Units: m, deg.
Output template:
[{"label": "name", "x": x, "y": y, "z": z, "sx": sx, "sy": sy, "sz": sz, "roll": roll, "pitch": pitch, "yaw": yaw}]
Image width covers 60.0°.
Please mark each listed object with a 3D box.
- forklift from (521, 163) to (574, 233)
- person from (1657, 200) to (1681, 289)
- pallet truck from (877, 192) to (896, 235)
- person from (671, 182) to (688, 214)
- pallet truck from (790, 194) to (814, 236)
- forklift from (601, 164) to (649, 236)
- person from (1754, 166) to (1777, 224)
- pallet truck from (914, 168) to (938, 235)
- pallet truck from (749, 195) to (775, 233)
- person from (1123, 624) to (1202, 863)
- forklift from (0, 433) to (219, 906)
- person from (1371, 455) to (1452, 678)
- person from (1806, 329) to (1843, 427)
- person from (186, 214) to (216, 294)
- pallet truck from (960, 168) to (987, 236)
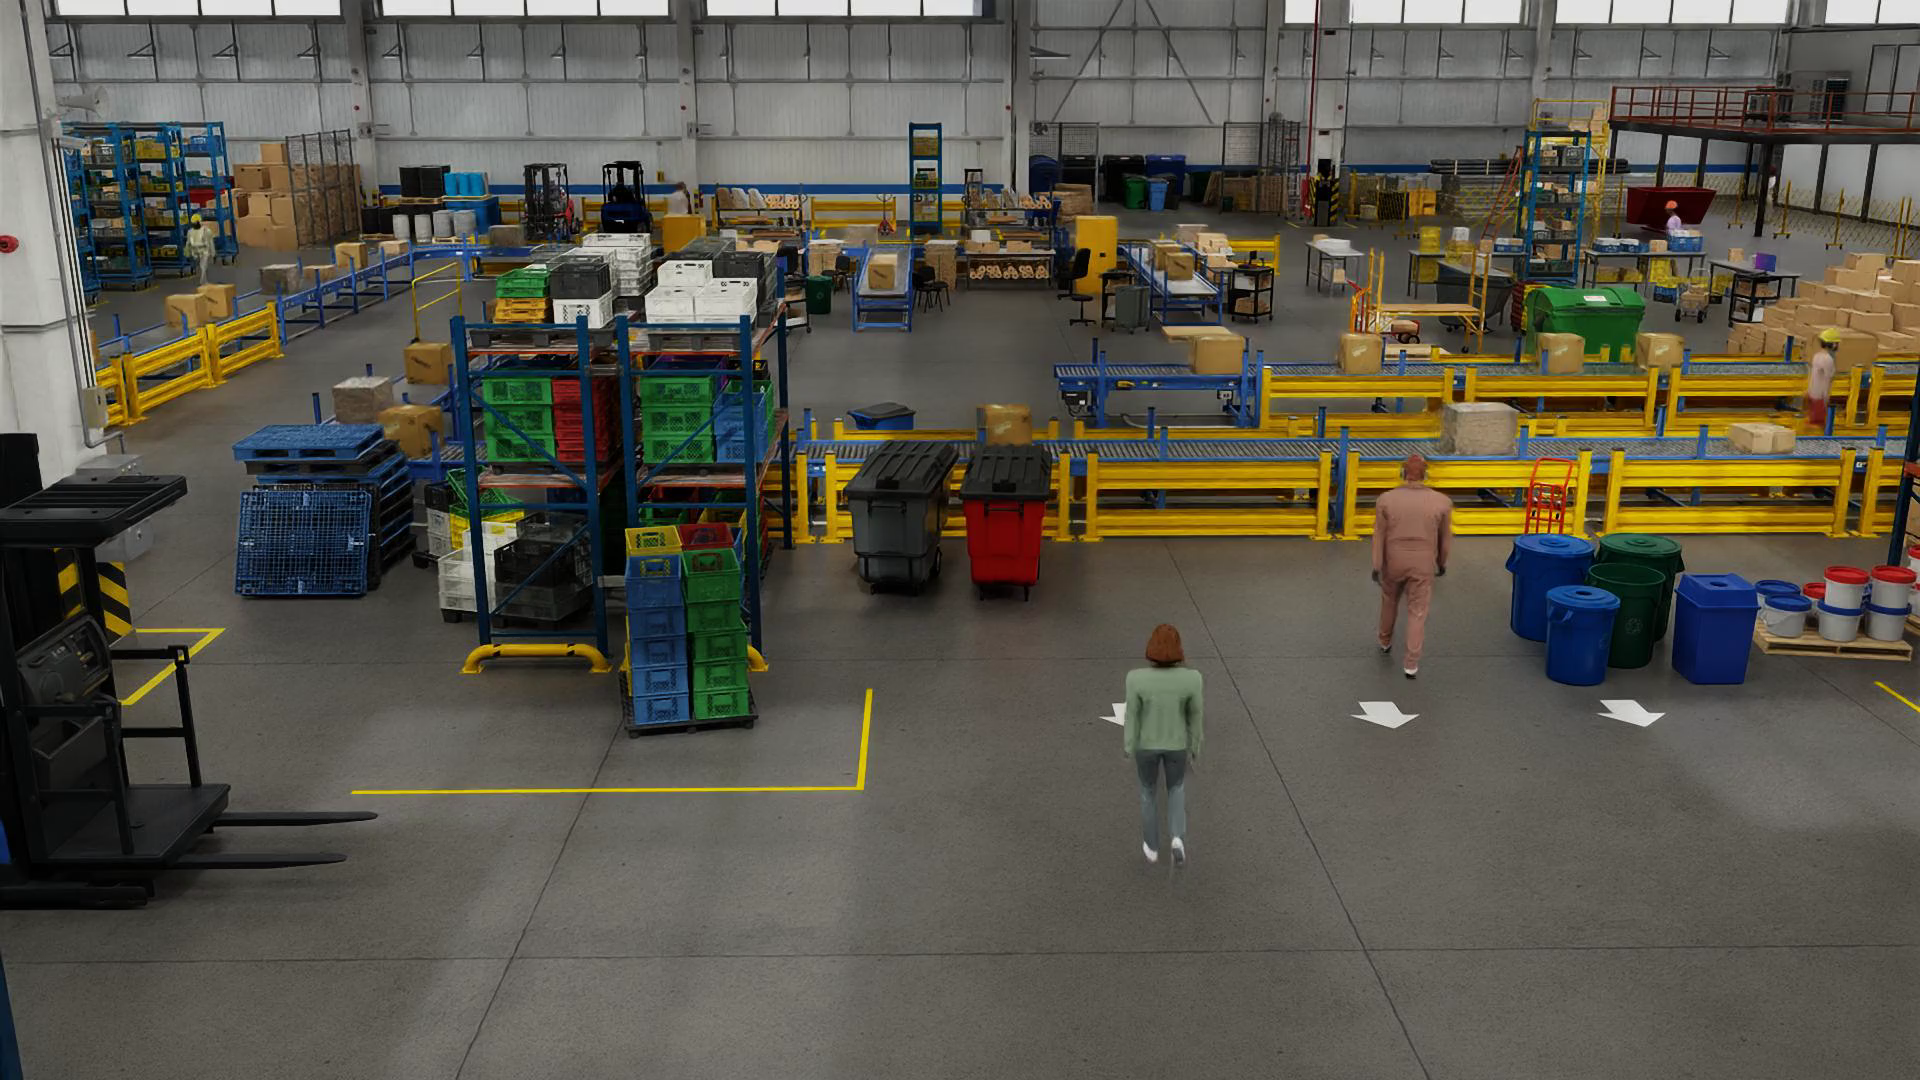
[{"label": "forklift", "x": -12.233, "y": -10.122, "z": 49.298, "sx": 1.157, "sy": 1.987, "sz": 2.680, "roll": 0, "pitch": 16, "yaw": -1}, {"label": "person", "x": 16.216, "y": -6.724, "z": 37.993, "sx": 0.599, "sy": 2.012, "sz": 0.640, "roll": 12, "pitch": 20, "yaw": 35}, {"label": "pallet truck", "x": -2.277, "y": -9.986, "z": 50.594, "sx": 0.653, "sy": 1.274, "sz": 1.630, "roll": 0, "pitch": 16, "yaw": -1}, {"label": "person", "x": -7.804, "y": -9.036, "z": 46.301, "sx": 0.977, "sy": 1.864, "sz": 0.641, "roll": -15, "pitch": 22, "yaw": -41}, {"label": "pallet truck", "x": -4.814, "y": -9.883, "z": 50.259, "sx": 0.704, "sy": 1.261, "sz": 1.522, "roll": -1, "pitch": 16, "yaw": -3}, {"label": "forklift", "x": -9.948, "y": -10.127, "z": 49.296, "sx": 1.157, "sy": 1.987, "sz": 2.680, "roll": -1, "pitch": 16, "yaw": -3}, {"label": "person", "x": 25.792, "y": -10.996, "z": 53.148, "sx": 0.577, "sy": 1.845, "sz": 0.638, "roll": -7, "pitch": 17, "yaw": -23}, {"label": "pallet truck", "x": -0.989, "y": -10.316, "z": 50.507, "sx": 0.823, "sy": 1.965, "sz": 1.885, "roll": 1, "pitch": 16, "yaw": 3}, {"label": "pallet truck", "x": -6.051, "y": -9.967, "z": 50.660, "sx": 0.680, "sy": 1.201, "sz": 1.601, "roll": 0, "pitch": 16, "yaw": -1}, {"label": "person", "x": 1.299, "y": 1.338, "z": 10.675, "sx": 0.501, "sy": 1.621, "sz": 0.427, "roll": -1, "pitch": 16, "yaw": -2}, {"label": "forklift", "x": -5.952, "y": 0.780, "z": 10.366, "sx": 1.873, "sy": 2.768, "sz": 1.129, "roll": 0, "pitch": 16, "yaw": -1}, {"label": "person", "x": 3.862, "y": 0.176, "z": 14.278, "sx": 0.651, "sy": 1.857, "sz": 0.954, "roll": 4, "pitch": 17, "yaw": 15}, {"label": "person", "x": 11.102, "y": -1.867, "z": 21.561, "sx": 0.485, "sy": 1.751, "sz": 0.544, "roll": 3, "pitch": 16, "yaw": 9}, {"label": "person", "x": -17.069, "y": -6.423, "z": 37.371, "sx": 0.605, "sy": 1.784, "sz": 0.952, "roll": 2, "pitch": 16, "yaw": 8}, {"label": "pallet truck", "x": 0.383, "y": -10.230, "z": 50.206, "sx": 0.823, "sy": 1.965, "sz": 1.885, "roll": -1, "pitch": 16, "yaw": -3}]
